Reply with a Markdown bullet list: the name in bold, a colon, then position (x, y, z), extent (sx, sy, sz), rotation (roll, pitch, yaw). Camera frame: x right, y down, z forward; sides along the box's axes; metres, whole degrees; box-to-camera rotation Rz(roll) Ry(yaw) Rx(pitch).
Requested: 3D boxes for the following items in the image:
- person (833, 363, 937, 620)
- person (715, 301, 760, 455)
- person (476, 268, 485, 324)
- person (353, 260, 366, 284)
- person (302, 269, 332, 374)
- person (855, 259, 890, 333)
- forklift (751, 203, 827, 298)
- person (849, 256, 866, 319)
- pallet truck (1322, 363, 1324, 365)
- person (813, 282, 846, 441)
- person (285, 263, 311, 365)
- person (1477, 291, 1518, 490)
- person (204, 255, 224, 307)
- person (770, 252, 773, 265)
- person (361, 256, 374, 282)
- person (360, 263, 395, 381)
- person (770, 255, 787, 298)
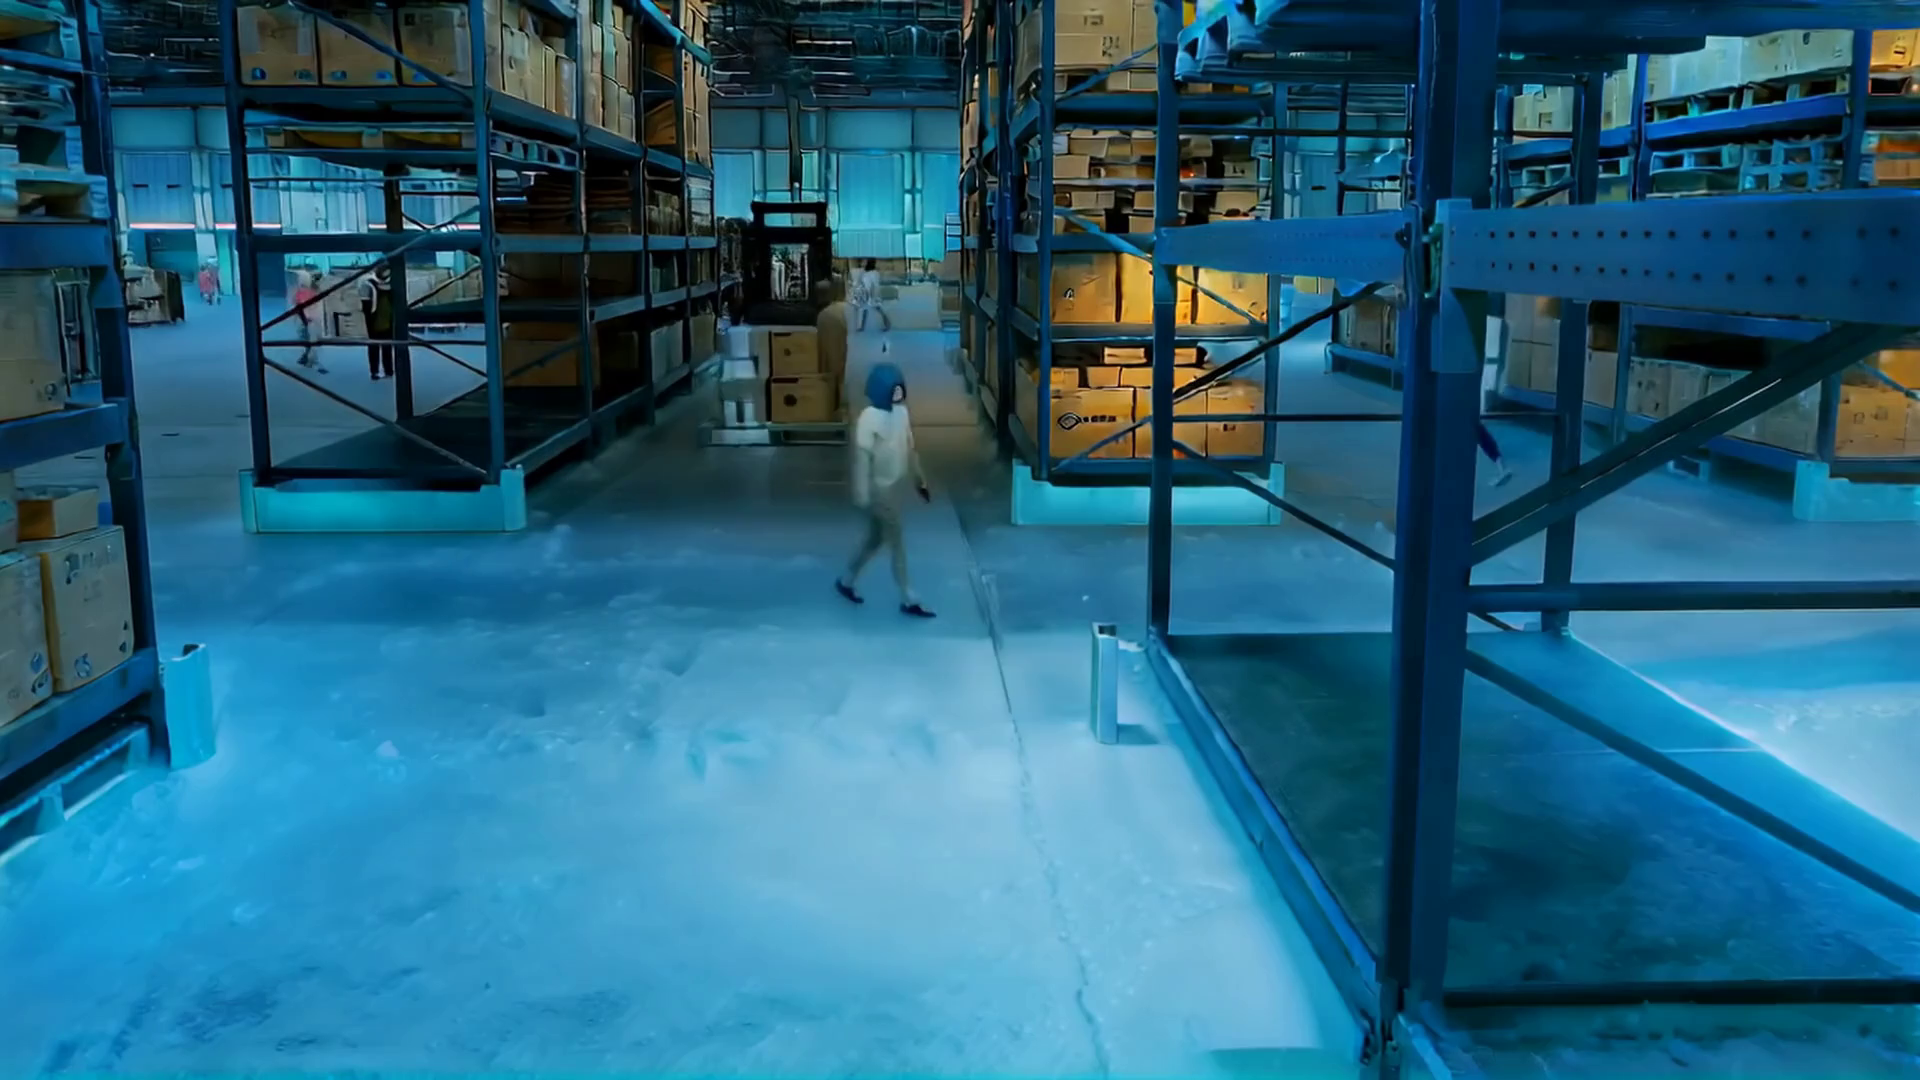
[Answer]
- **person**: position (-0.503, -0.325, 10.508), extent (0.821, 1.599, 0.506), rotation (6, 12, 28)
- **person**: position (-2.465, -1.793, 18.404), extent (0.540, 1.695, 0.317), rotation (-6, 12, -30)
- **person**: position (-13.435, -7.092, 47.289), extent (0.593, 1.924, 0.382), rotation (-4, 11, -21)
- **person**: position (-19.780, -8.356, 54.888), extent (0.524, 1.724, 0.506), rotation (6, 12, 31)
- **person**: position (-11.419, -3.873, 29.569), extent (0.408, 1.856, 0.511), rotation (3, 11, 18)
- **person**: position (-2.222, -6.267, 42.728), extent (0.989, 1.926, 0.611), rotation (7, 12, 33)
- **forklift**: position (-2.145, -2.870, 21.109), extent (1.129, 2.768, 1.873), rotation (0, 10, -2)
- **person**: position (-3.073, -7.680, 50.644), extent (0.644, 1.896, 0.602), rotation (9, 13, 40)
- **pallet truck**: position (7.712, -4.157, 30.737), extent (1.885, 1.965, 0.823), rotation (3, 11, 16)
- **person**: position (-1.549, -2.125, 19.783), extent (0.398, 1.878, 0.779), rotation (1, 10, 6)
- **person**: position (-12.650, -4.318, 31.811), extent (0.370, 1.933, 0.550), rotation (-6, 12, -30)
- **person**: position (4.981, -1.476, 15.860), extent (0.653, 1.982, 0.977), rotation (-6, 12, -29)
- **person**: position (-26.778, -9.271, 59.555), extent (1.012, 1.894, 0.626), rotation (9, 13, 41)
- **person**: position (-7.715, -10.732, 67.532), extent (0.357, 1.937, 0.551), rotation (-1, 10, -3)
- **person**: position (-20.794, -8.996, 58.200), extent (0.638, 1.824, 0.632), rotation (0, 10, 1)
- **person**: position (-9.786, -3.734, 28.261), extent (0.537, 2.000, 0.689), rotation (5, 11, 27)
- **person**: position (-5.672, -7.859, 51.524), extent (0.632, 1.940, 0.372), rotation (4, 11, 21)
